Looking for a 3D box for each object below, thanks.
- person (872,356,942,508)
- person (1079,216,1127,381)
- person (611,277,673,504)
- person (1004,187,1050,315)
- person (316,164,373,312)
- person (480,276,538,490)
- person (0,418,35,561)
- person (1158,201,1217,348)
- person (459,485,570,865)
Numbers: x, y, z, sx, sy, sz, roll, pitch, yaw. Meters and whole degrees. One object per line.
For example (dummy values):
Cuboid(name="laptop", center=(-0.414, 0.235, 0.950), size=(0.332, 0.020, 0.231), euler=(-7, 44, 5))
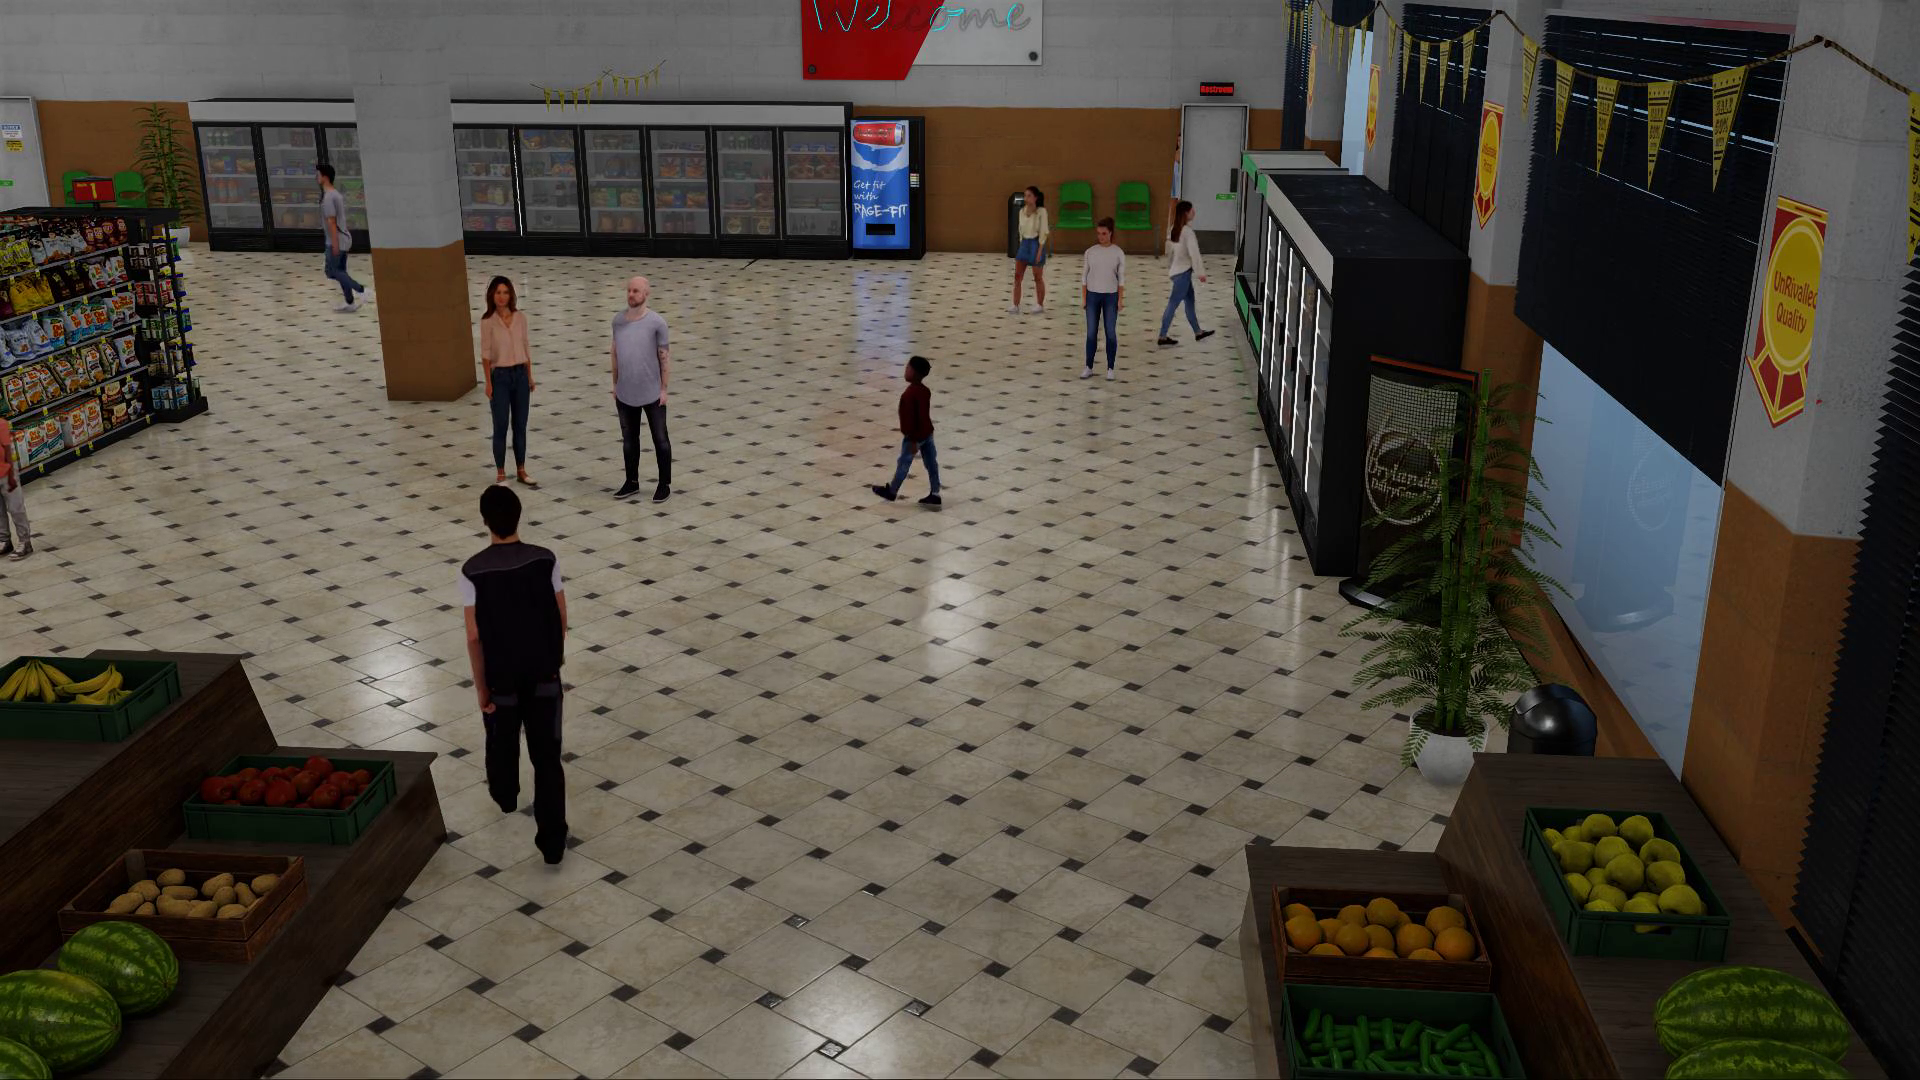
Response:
Cuboid(name="person", center=(-0.282, -0.845, 13.364), size=(0.777, 1.236, 0.828), euler=(10, 21, 28))
Cuboid(name="person", center=(1.519, -2.569, 17.697), size=(0.651, 1.733, 0.589), euler=(6, 19, 16))
Cuboid(name="person", center=(-2.601, -1.236, 13.580), size=(0.708, 1.838, 0.652), euler=(6, 19, 16))
Cuboid(name="person", center=(0.980, -3.677, 21.188), size=(0.943, 1.604, 1.047), euler=(15, 23, 37))
Cuboid(name="person", center=(-7.846, -3.817, 21.178), size=(0.874, 1.874, 0.811), euler=(-3, 19, -8))
Cuboid(name="person", center=(-3.783, -1.324, 13.916), size=(0.667, 1.790, 0.722), euler=(-15, 24, -37))
Cuboid(name="person", center=(-7.074, -0.505, 12.239), size=(0.466, 1.310, 0.464), euler=(2, 19, 5))
Cuboid(name="person", center=(2.491, -3.035, 19.195), size=(0.886, 1.659, 0.998), euler=(-4, 19, -13))
Cuboid(name="person", center=(-2.075, 0.682, 7.930), size=(0.949, 1.813, 1.213), euler=(-6, 19, -17))
